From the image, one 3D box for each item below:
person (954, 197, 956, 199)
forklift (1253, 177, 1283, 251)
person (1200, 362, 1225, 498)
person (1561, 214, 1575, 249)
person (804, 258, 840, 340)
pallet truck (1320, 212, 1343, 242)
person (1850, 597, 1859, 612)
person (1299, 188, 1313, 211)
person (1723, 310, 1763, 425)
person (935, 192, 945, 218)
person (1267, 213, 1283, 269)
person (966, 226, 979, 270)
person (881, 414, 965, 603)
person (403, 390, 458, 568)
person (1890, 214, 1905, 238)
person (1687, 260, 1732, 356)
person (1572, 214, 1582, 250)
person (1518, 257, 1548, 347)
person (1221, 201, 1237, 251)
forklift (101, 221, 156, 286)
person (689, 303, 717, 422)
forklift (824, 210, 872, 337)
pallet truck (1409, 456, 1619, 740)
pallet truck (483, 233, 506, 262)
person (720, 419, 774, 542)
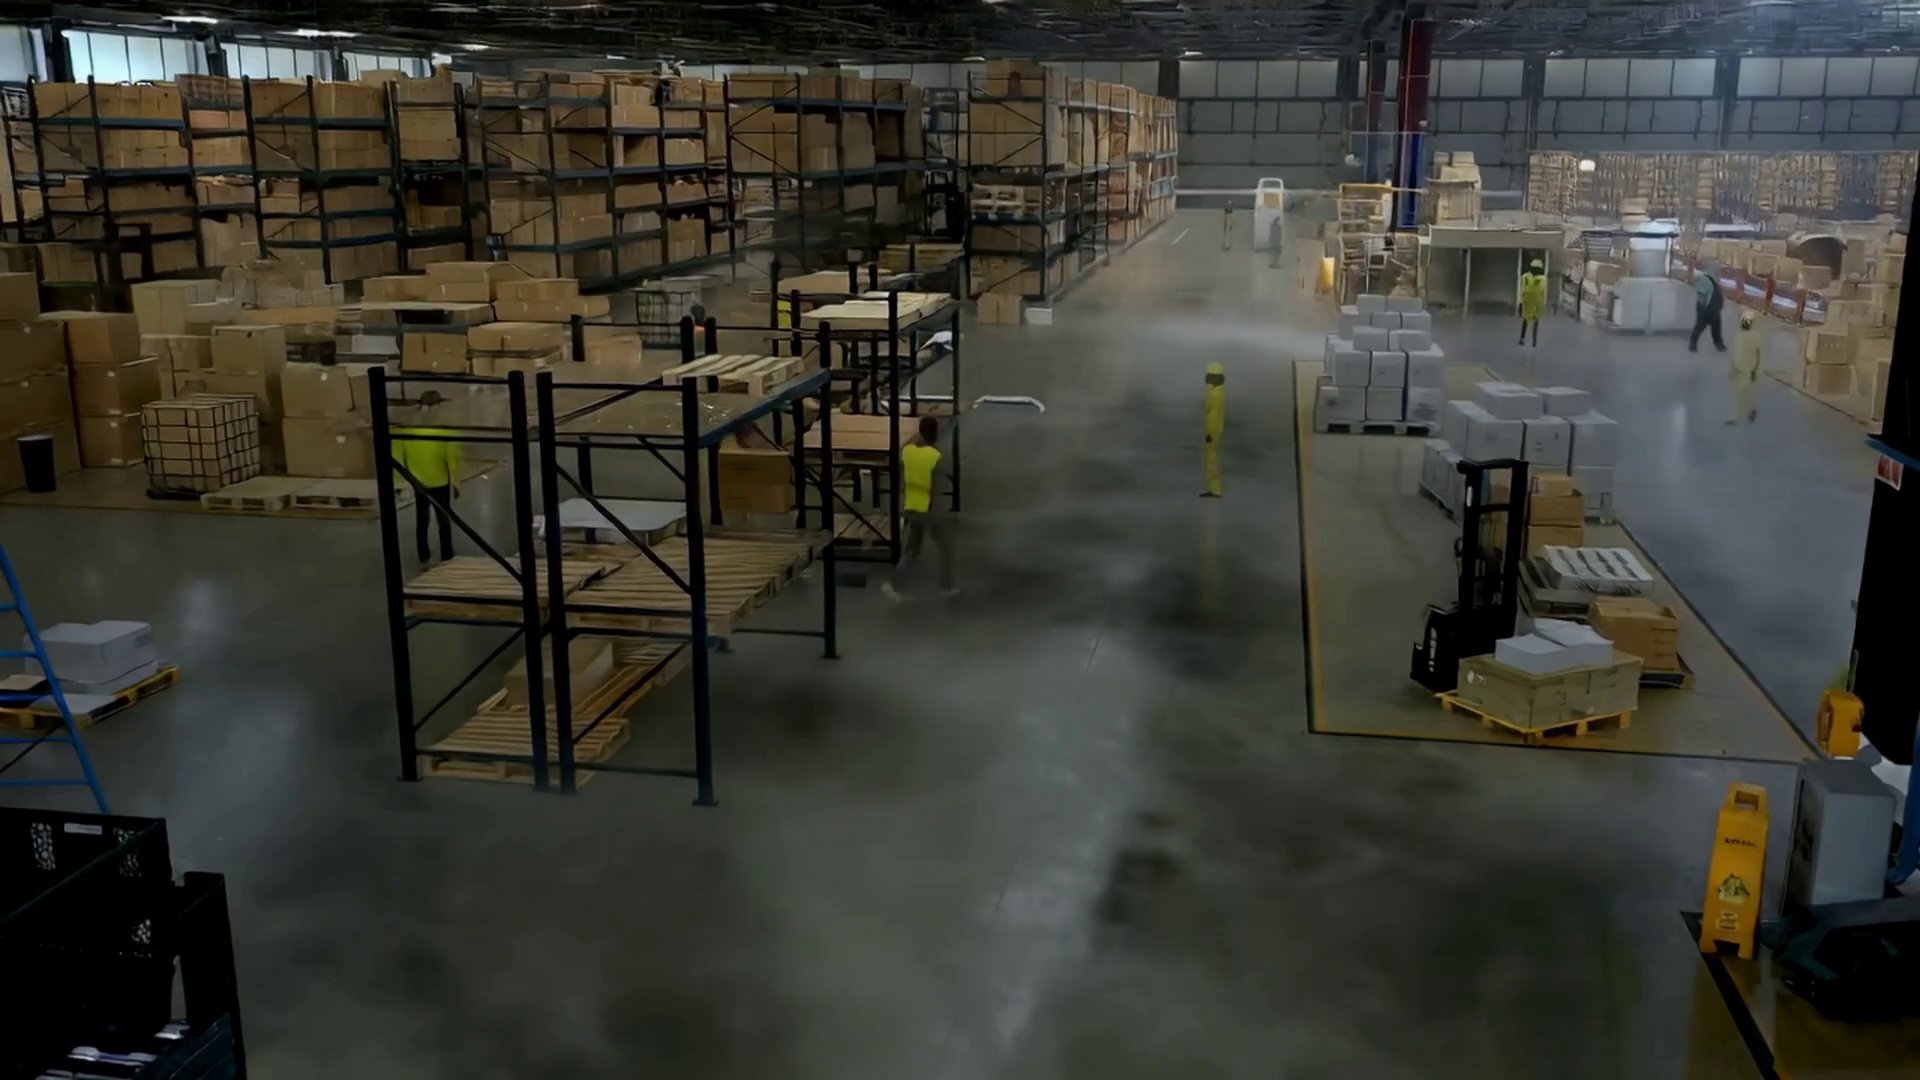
[{"bbox_3d":[-0.024,-18.645,91.094,0.619,1.808,0.703,-5,15,-21],"label":"person"},{"bbox_3d":[12.083,-12.747,64.956,1.129,2.768,1.873,3,14,10],"label":"forklift"},{"bbox_3d":[3.227,-1.405,21.249,0.316,1.742,0.492,4,14,16],"label":"person"},{"bbox_3d":[20.642,-10.172,56.663,0.620,1.829,0.404,-8,16,-30],"label":"person"},{"bbox_3d":[-3.100,-5.393,37.251,0.897,1.844,0.505,4,14,14],"label":"person"},{"bbox_3d":[15.874,-13.227,70.310,0.680,1.201,1.601,10,17,35],"label":"pallet truck"},{"bbox_3d":[9.049,-0.075,15.576,0.625,1.871,1.050,-13,19,-43],"label":"person"},{"bbox_3d":[16.491,-15.825,79.408,0.602,1.935,0.995,-1,14,-6],"label":"person"},{"bbox_3d":[12.500,-2.744,26.472,0.491,1.856,0.521,-6,15,-22],"label":"person"},{"bbox_3d":[-1.092,-18.218,89.473,0.540,1.755,0.460,2,14,9],"label":"person"},{"bbox_3d":[10.752,-10.114,56.312,0.664,1.883,0.668,5,15,19],"label":"person"},{"bbox_3d":[0.436,-9.851,55.684,0.553,1.663,0.759,-4,14,-17],"label":"person"},{"bbox_3d":[-0.391,-0.302,16.526,0.597,1.885,0.905,13,19,42],"label":"person"},{"bbox_3d":[-5.644,-0.643,17.806,0.584,1.918,0.408,3,14,10],"label":"person"},{"bbox_3d":[33.357,-10.767,59.280,0.814,1.727,0.525,-4,14,-16],"label":"person"},{"bbox_3d":[15.613,-4.801,34.426,0.940,2.000,0.709,13,19,43],"label":"person"},{"bbox_3d":[22.062,-10.846,59.700,0.547,1.680,0.378,-2,14,-8],"label":"person"},{"bbox_3d":[12.406,-5.139,36.009,0.545,1.939,0.374,4,14,16],"label":"person"},{"bbox_3d":[10.494,-12.264,64.958,0.659,1.923,0.473,8,16,29],"label":"person"},{"bbox_3d":[-16.772,-5.071,33.793,1.129,2.768,1.873,3,14,10],"label":"forklift"},{"bbox_3d":[-4.094,-2.746,26.238,0.609,1.963,0.367,-13,19,-43],"label":"person"},{"bbox_3d":[-2.494,-6.139,38.129,1.129,2.768,1.873,3,14,10],"label":"forklift"},{"bbox_3d":[4.504,0.400,13.395,0.823,1.965,1.885,-6,15,-23],"label":"pallet truck"},{"bbox_3d":[-11.832,-7.026,43.548,1.885,1.965,0.823,8,16,28],"label":"pallet truck"},{"bbox_3d":[-2.206,-0.329,16.518,0.670,1.924,0.633,-11,18,-38],"label":"person"}]
